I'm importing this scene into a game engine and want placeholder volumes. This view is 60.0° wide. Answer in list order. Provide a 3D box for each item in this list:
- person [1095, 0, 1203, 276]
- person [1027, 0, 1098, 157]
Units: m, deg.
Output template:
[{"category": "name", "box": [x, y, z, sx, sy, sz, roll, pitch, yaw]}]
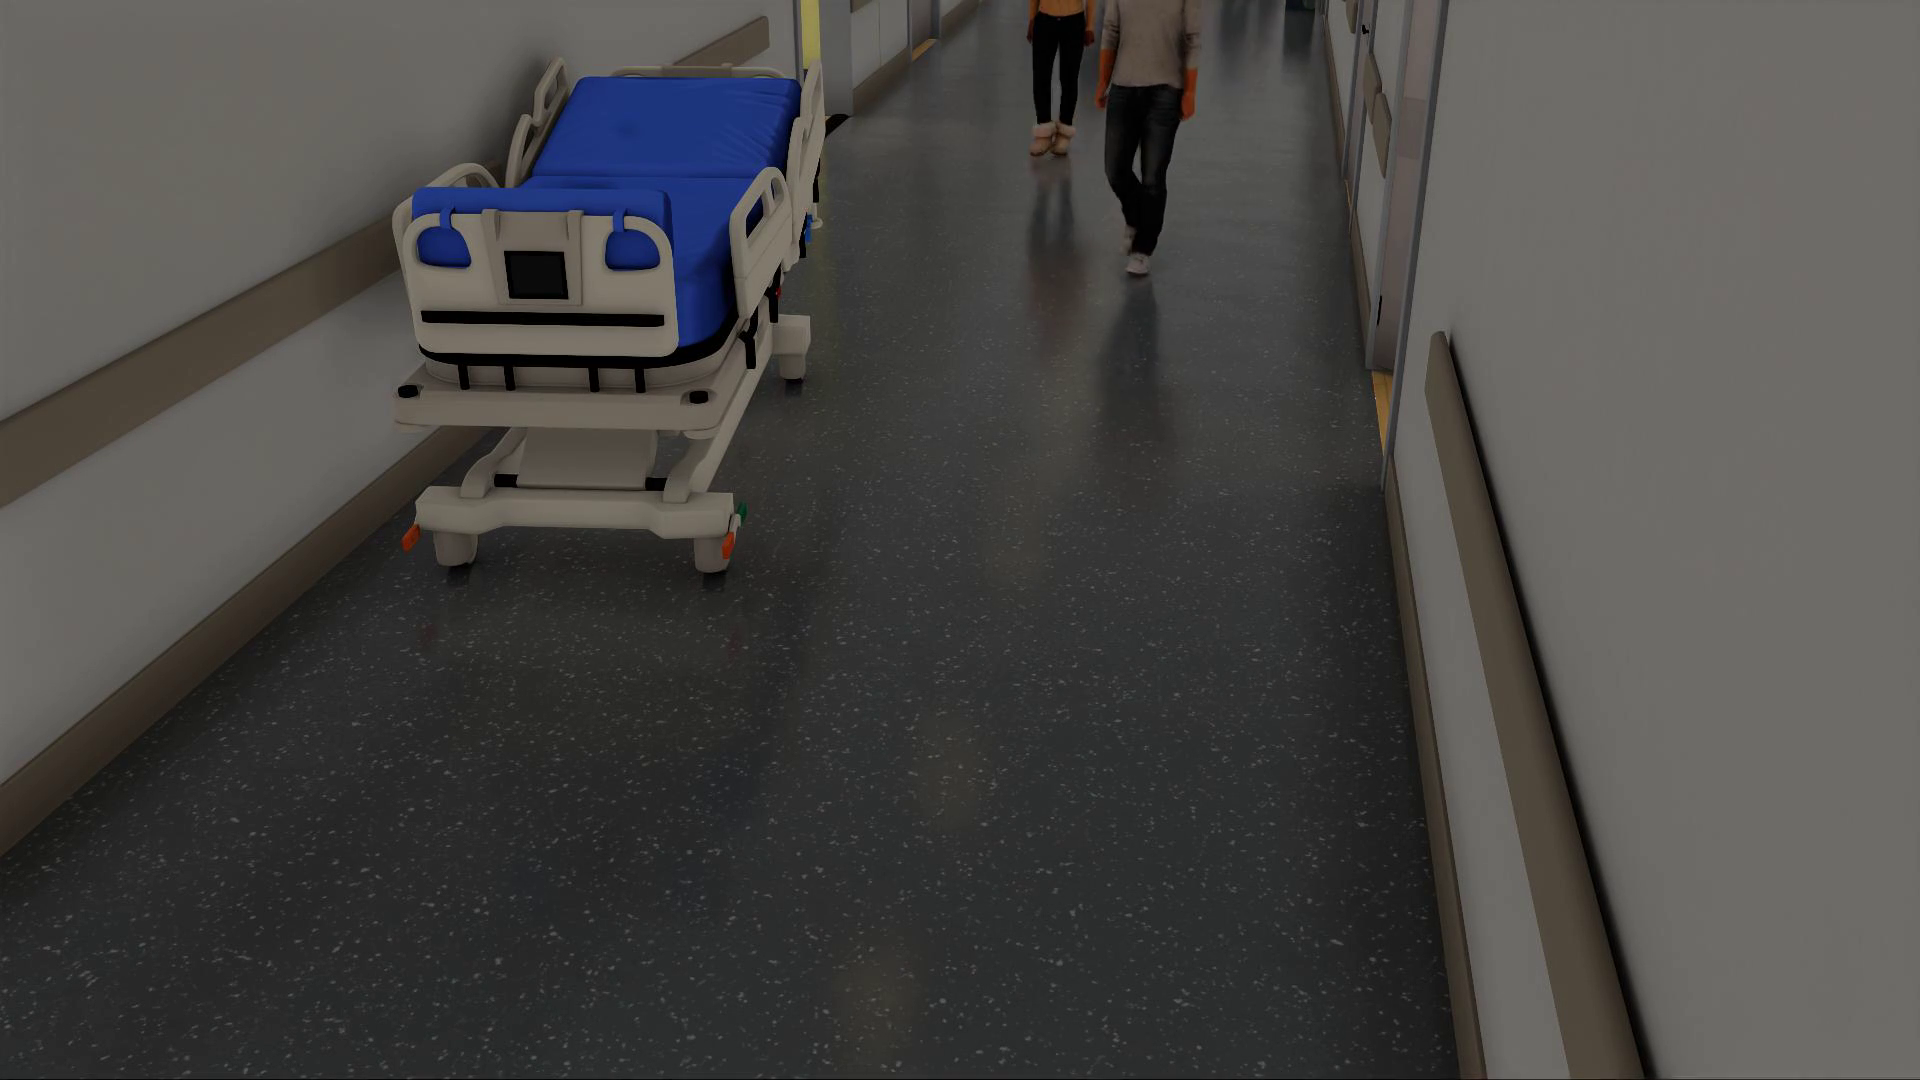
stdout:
[{"category": "person", "box": [0.954, -2.258, 8.306, 0.668, 1.805, 0.787, 9, 27, 17]}, {"category": "person", "box": [0.666, -3.333, 10.711, 0.636, 1.652, 0.690, 6, 26, 13]}]
